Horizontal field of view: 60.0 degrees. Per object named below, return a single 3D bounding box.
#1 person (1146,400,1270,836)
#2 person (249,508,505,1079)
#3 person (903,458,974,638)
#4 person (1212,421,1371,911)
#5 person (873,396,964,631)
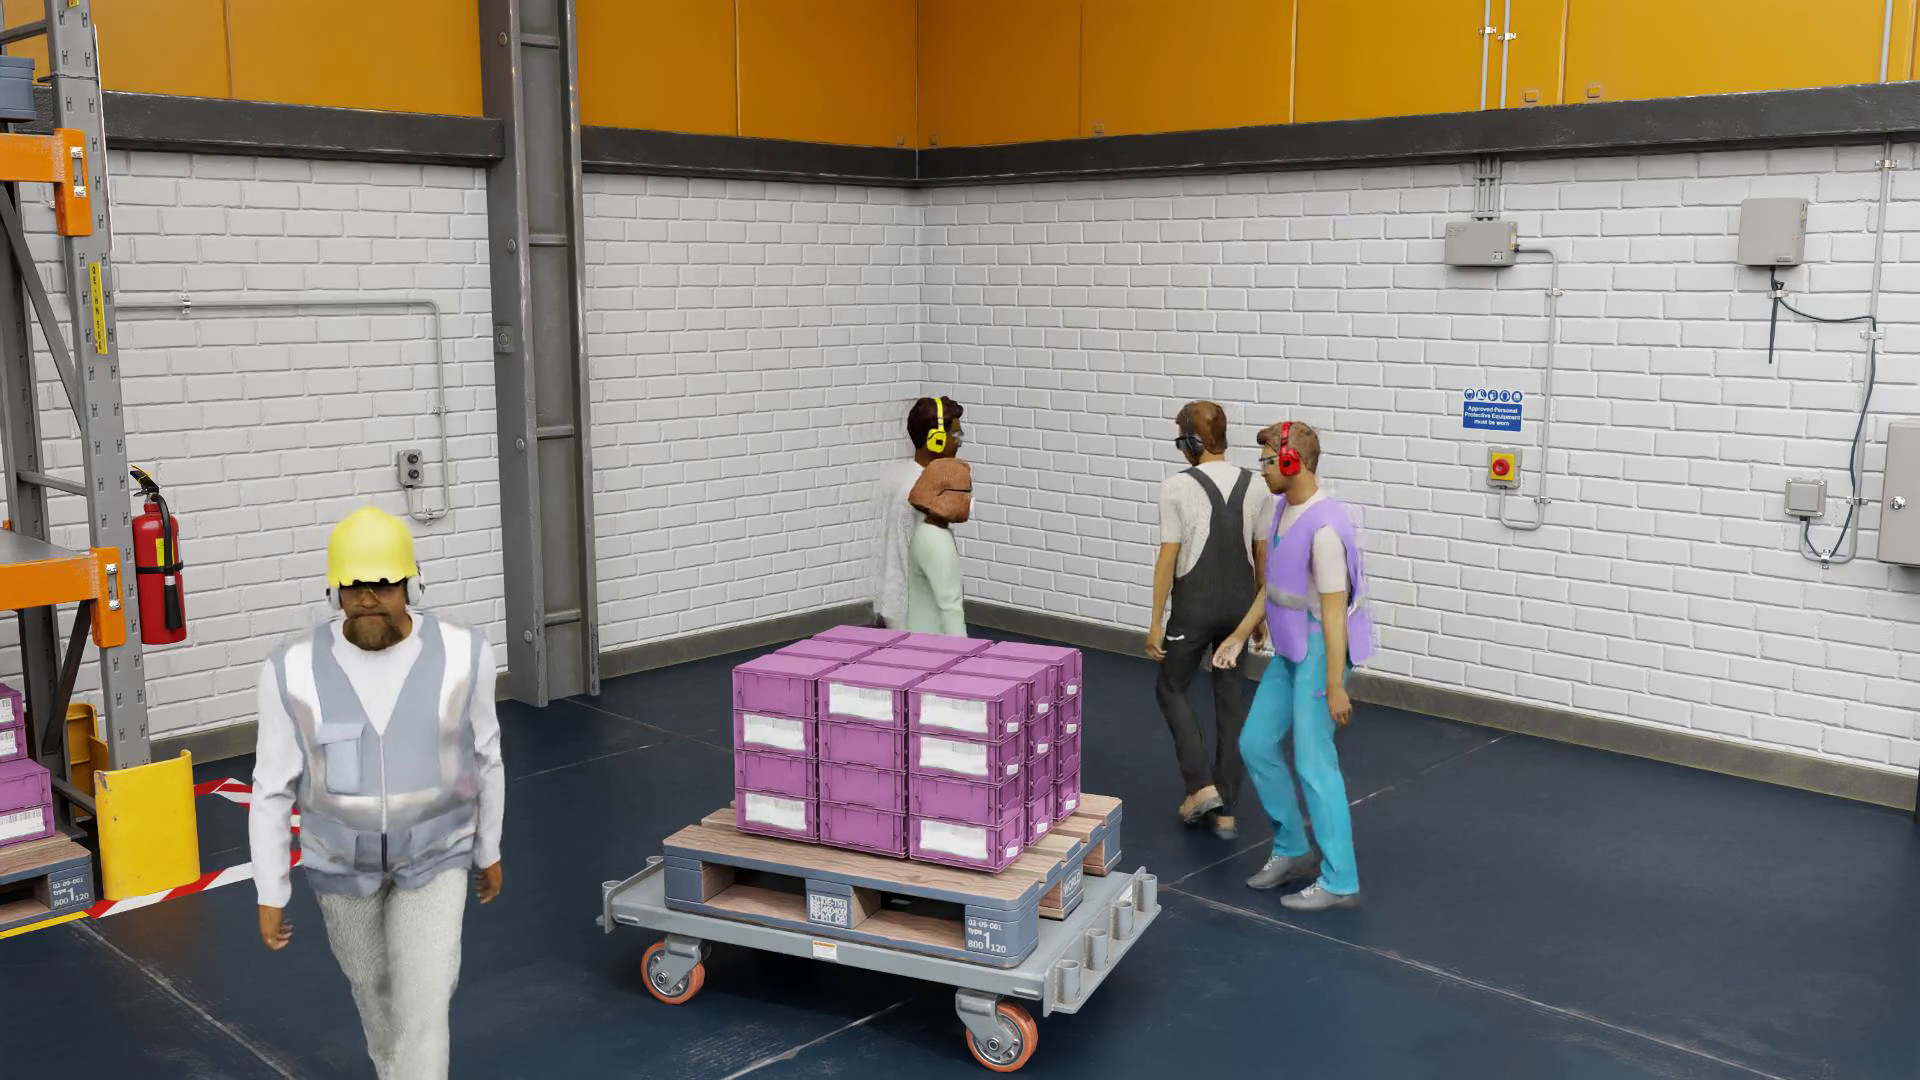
[{"bbox_3d":[1.044,0.330,6.964,0.586,1.818,0.431,-3,10,-17],"label":"person"},{"bbox_3d":[-1.479,0.792,4.266,0.605,1.784,0.947,-2,10,-15],"label":"person"},{"bbox_3d":[-0.074,0.474,6.699,0.347,1.620,0.496,0,9,-2],"label":"person"},{"bbox_3d":[1.251,0.459,6.223,0.539,1.805,0.573,0,9,-3],"label":"person"},{"bbox_3d":[-0.219,0.323,6.941,0.472,1.843,0.581,-4,10,-21],"label":"person"}]
